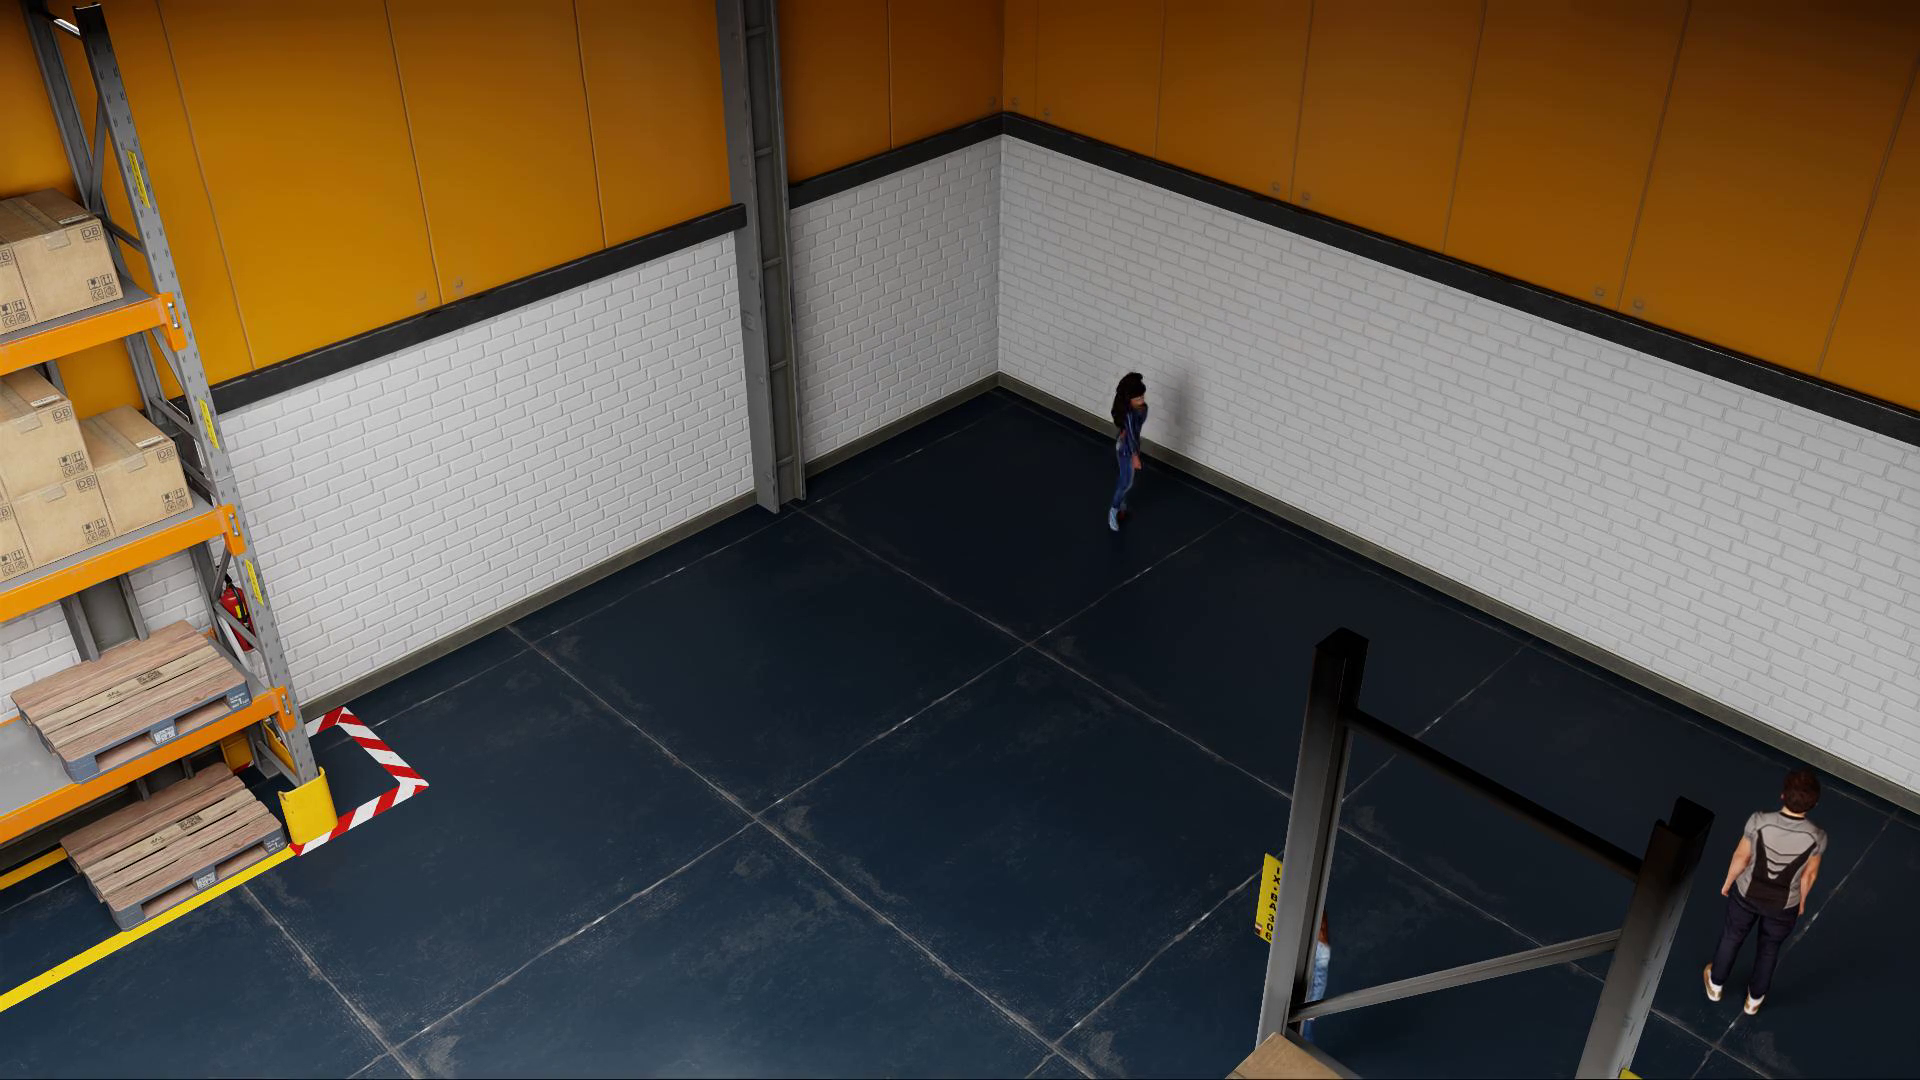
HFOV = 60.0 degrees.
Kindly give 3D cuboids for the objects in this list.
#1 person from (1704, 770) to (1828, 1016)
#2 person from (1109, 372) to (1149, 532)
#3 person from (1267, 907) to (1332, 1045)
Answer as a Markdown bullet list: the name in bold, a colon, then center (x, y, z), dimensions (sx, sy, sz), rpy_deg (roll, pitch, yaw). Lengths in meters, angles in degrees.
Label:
- **person**: center (5.073, 2.214, 10.444), dimensions (0.707, 1.895, 0.670), rpy_deg (16, 37, 22)
- **person**: center (1.547, -0.884, 15.358), dimensions (0.802, 1.615, 0.713), rpy_deg (-4, 34, -6)
- **person**: center (2.060, 2.706, 10.082), dimensions (0.543, 1.476, 0.590), rpy_deg (-23, 40, -31)
